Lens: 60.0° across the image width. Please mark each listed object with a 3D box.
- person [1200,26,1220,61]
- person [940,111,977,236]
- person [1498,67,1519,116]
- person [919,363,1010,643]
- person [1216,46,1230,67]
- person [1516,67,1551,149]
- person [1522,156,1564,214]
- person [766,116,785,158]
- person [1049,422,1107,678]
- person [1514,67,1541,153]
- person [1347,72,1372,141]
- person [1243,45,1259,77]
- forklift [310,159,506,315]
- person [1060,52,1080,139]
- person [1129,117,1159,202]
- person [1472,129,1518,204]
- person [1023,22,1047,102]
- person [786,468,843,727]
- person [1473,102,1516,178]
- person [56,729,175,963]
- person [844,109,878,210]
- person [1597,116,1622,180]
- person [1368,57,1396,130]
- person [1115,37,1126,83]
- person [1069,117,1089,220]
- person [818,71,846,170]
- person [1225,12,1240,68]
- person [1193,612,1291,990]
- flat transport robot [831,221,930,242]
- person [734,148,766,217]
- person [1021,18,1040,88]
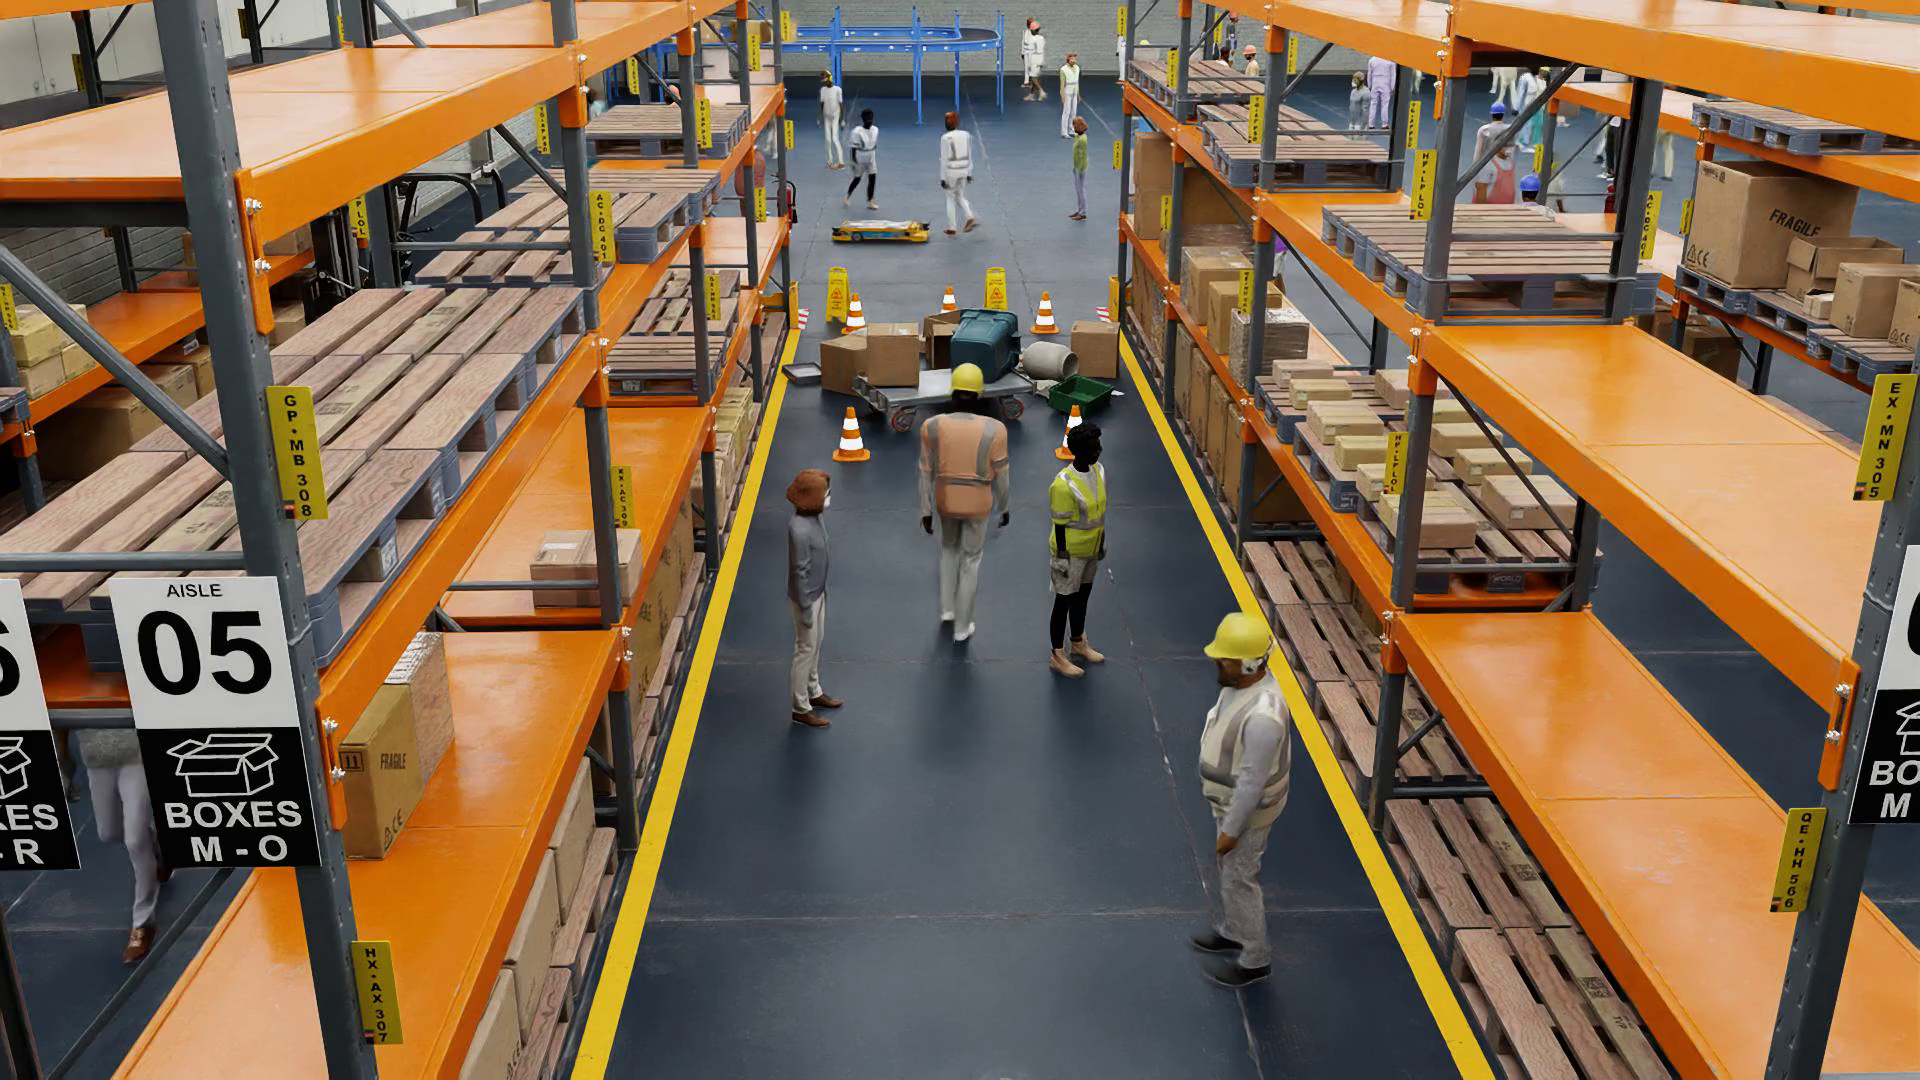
[{"bbox_3d":[6.558,-12.649,43.787,0.538,2.000,0.685,-2,21,-6],"label":"person"},{"bbox_3d":[-0.031,-5.552,25.269,0.610,1.865,0.530,-18,27,-40],"label":"person"},{"bbox_3d":[13.268,-11.014,40.078,0.511,1.591,0.827,-5,21,-14],"label":"person"},{"bbox_3d":[0.046,-0.259,11.229,0.591,1.906,0.600,6,21,14],"label":"person"},{"bbox_3d":[5.758,-9.932,36.799,0.408,1.907,0.597,-6,22,-16],"label":"person"},{"bbox_3d":[11.950,-9.010,34.584,0.573,1.744,0.570,-18,27,-39],"label":"person"},{"bbox_3d":[7.339,-4.007,21.227,0.913,1.826,0.565,-16,26,-35],"label":"person"},{"bbox_3d":[-3.728,-8.556,33.403,0.515,1.722,0.384,11,23,27],"label":"person"},{"bbox_3d":[0.760,0.051,10.704,0.320,1.693,0.534,15,25,34],"label":"person"},{"bbox_3d":[11.553,-8.949,34.231,0.830,1.889,0.594,13,24,31],"label":"person"},{"bbox_3d":[7.366,-7.685,30.831,0.386,1.930,0.633,-5,21,-13],"label":"person"},{"bbox_3d":[6.412,-9.969,36.868,0.383,1.929,0.539,1,21,4],"label":"person"},{"bbox_3d":[-5.622,-2.910,17.832,2.313,2.155,1.214,-1,21,-1],"label":"forklift"},{"bbox_3d":[2.385,-9.693,36.271,0.403,1.831,0.572,18,27,39],"label":"person"},{"bbox_3d":[3.075,-6.694,28.345,0.618,1.836,0.430,-6,22,-16],"label":"person"},{"bbox_3d":[7.135,-4.491,22.225,0.693,2.000,0.538,-17,27,-38],"label":"person"},{"bbox_3d":[1.972,-12.395,43.144,0.787,2.025,0.616,15,25,34],"label":"person"},{"bbox_3d":[-0.893,0.341,10.033,0.294,1.624,0.503,2,21,6],"label":"person"},{"bbox_3d":[8.290,-5.817,25.879,0.604,1.938,0.427,1,21,1],"label":"person"},{"bbox_3d":[-3.998,1.020,7.926,0.532,1.847,0.784,-1,21,-2],"label":"person"},{"bbox_3d":[-1.658,-6.351,27.669,0.544,1.666,0.657,-16,26,-36],"label":"person"},{"bbox_3d":[12.112,-7.595,30.623,0.388,1.909,0.603,-2,21,-6],"label":"person"},{"bbox_3d":[9.568,-10.295,37.750,0.638,1.911,0.406,12,24,29],"label":"person"},{"bbox_3d":[4.704,-14.117,47.891,0.373,1.883,0.602,17,27,38],"label":"person"},{"bbox_3d":[1.918,-5.959,26.687,0.279,1.628,0.505,-2,21,-5],"label":"person"},{"bbox_3d":[-2.458,-8.064,31.948,0.548,1.844,0.380,15,25,34],"label":"person"},{"bbox_3d":[7.771,-14.054,47.499,0.375,2.044,0.605,0,21,1],"label":"person"},{"bbox_3d":[1.278,1.171,7.572,0.403,1.818,0.611,0,21,-1],"label":"person"},{"bbox_3d":[-1.194,-4.692,25.217,1.431,0.197,0.652,2,21,5],"label":"flat transport robot"},{"bbox_3d":[-2.903,-4.679,22.927,0.402,1.899,0.631,-11,23,-27],"label":"person"},{"bbox_3d":[1.979,-13.691,46.760,0.587,1.882,0.341,15,25,35],"label":"person"}]
